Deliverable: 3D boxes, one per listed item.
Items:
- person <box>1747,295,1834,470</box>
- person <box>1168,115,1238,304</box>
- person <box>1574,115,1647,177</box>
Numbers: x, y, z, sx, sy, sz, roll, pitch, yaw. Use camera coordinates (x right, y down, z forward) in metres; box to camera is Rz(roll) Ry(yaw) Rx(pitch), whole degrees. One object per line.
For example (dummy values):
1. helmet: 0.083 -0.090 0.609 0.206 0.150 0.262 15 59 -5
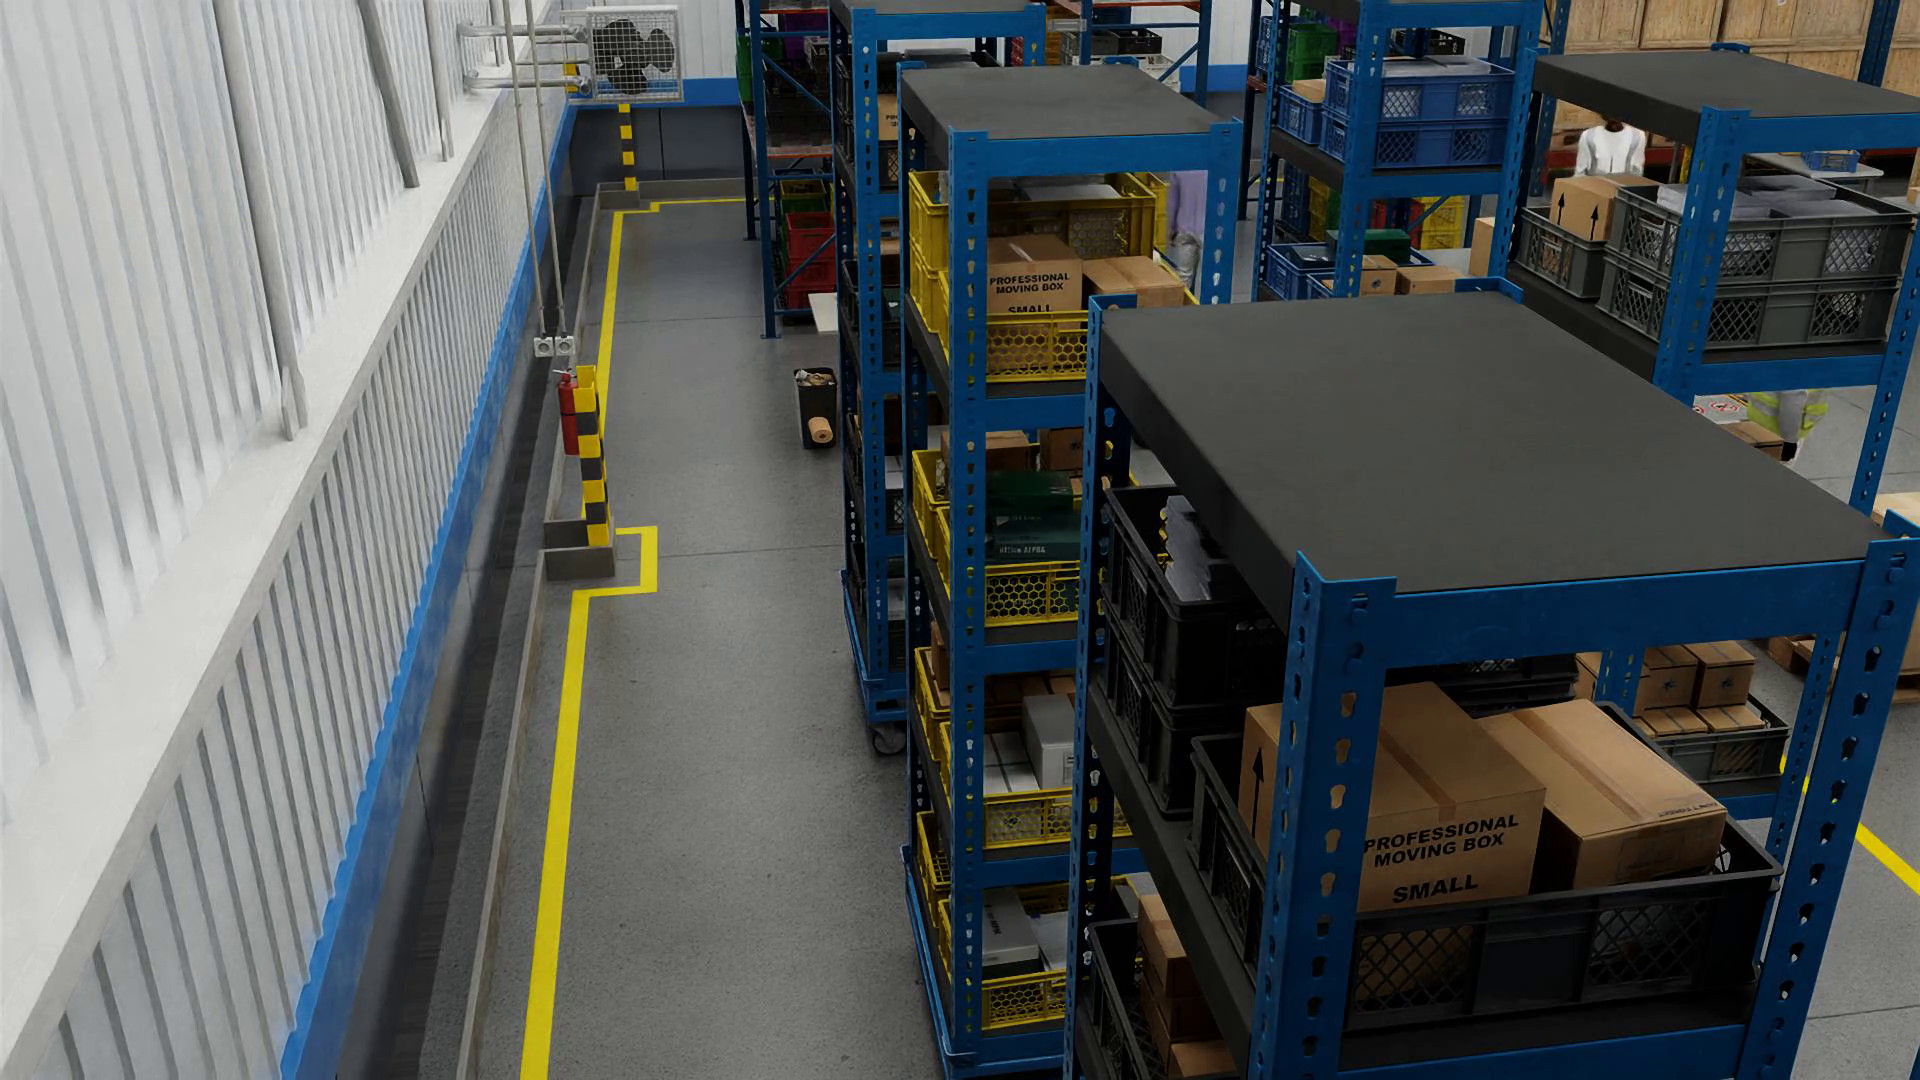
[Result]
1. person: 4.914 -0.701 9.922 0.429 1.846 0.625 6 25 13
2. person: 2.014 -2.561 13.864 0.634 1.932 0.372 17 30 33
3. person: 5.847 -3.089 15.070 0.595 1.878 0.400 7 26 14
